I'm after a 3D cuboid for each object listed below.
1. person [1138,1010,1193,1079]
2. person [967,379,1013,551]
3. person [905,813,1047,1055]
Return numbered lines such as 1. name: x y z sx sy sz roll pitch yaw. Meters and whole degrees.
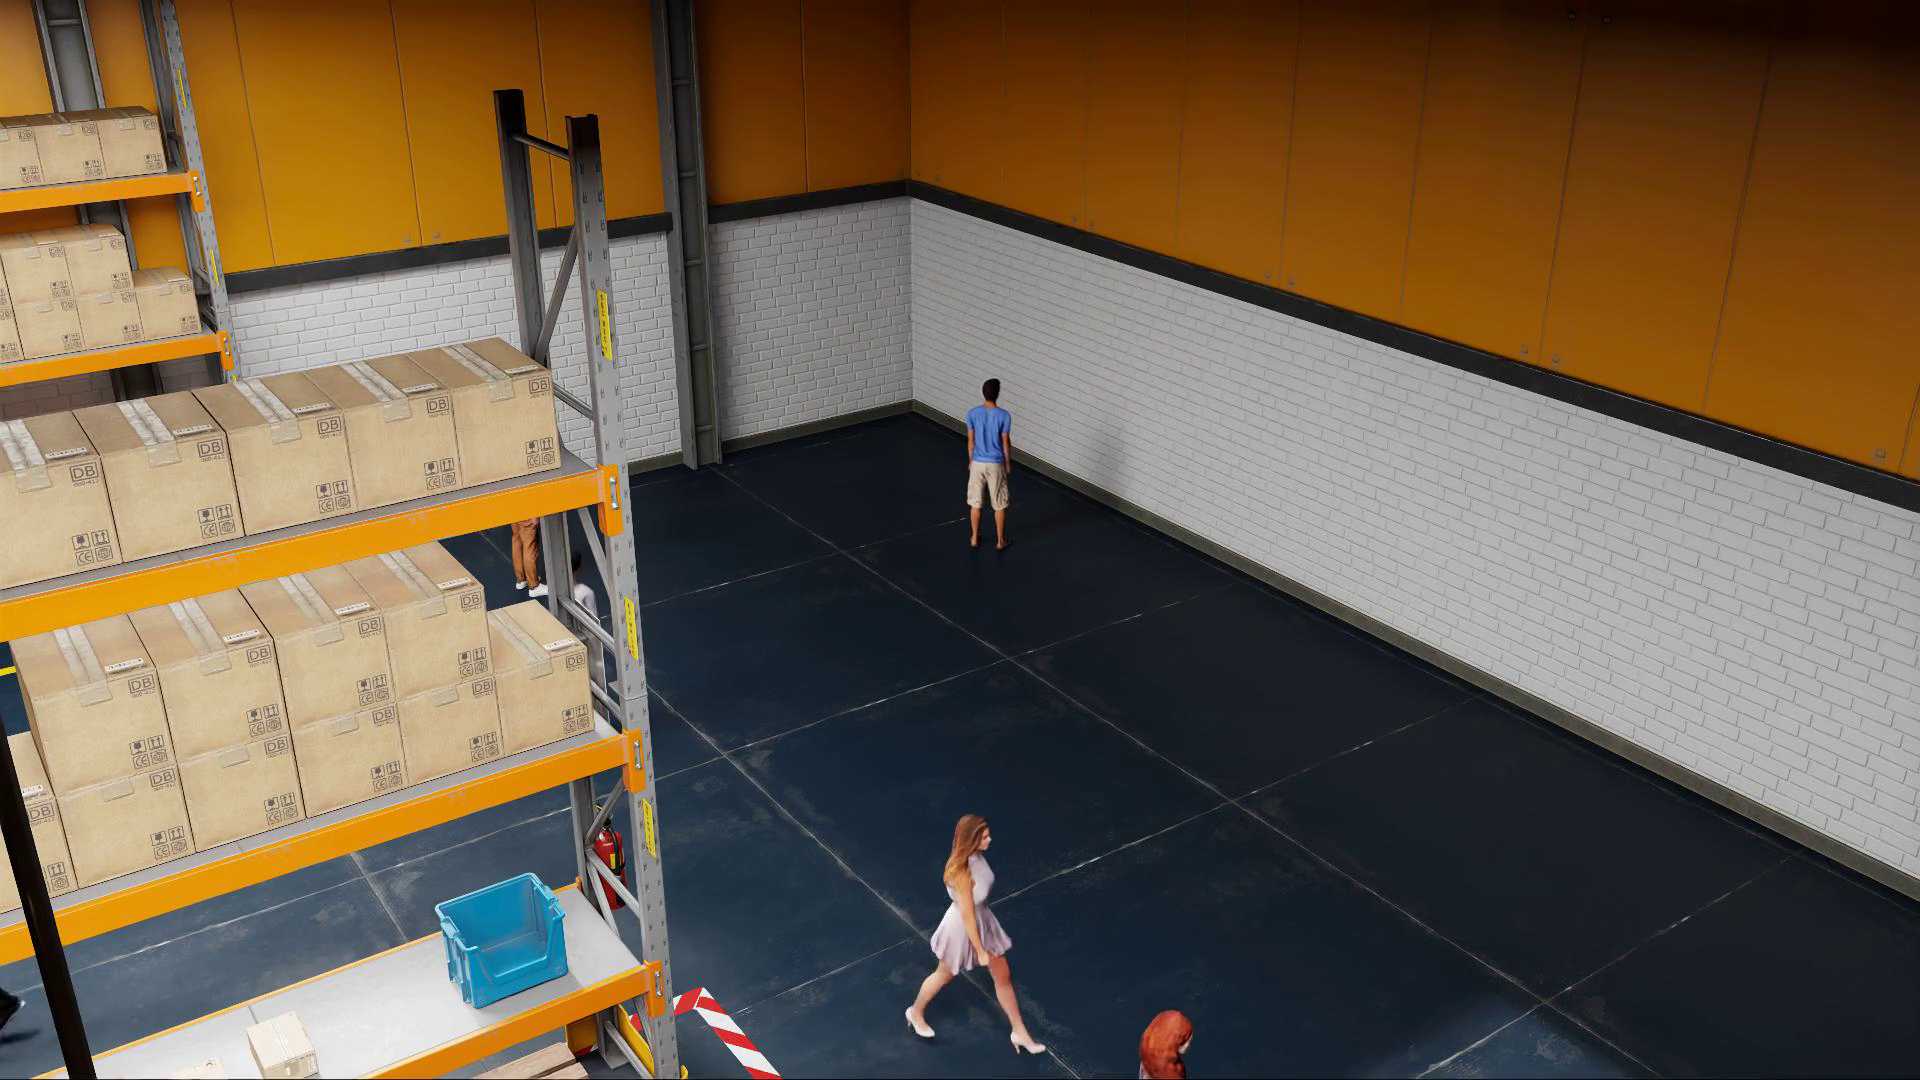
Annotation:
1. person: 1.052 3.179 8.615 0.560 1.782 0.619 -10 26 -22
2. person: 0.310 -0.811 17.643 0.720 1.861 0.767 4 24 10
3. person: -0.046 2.477 10.317 1.037 1.706 1.139 9 25 20
